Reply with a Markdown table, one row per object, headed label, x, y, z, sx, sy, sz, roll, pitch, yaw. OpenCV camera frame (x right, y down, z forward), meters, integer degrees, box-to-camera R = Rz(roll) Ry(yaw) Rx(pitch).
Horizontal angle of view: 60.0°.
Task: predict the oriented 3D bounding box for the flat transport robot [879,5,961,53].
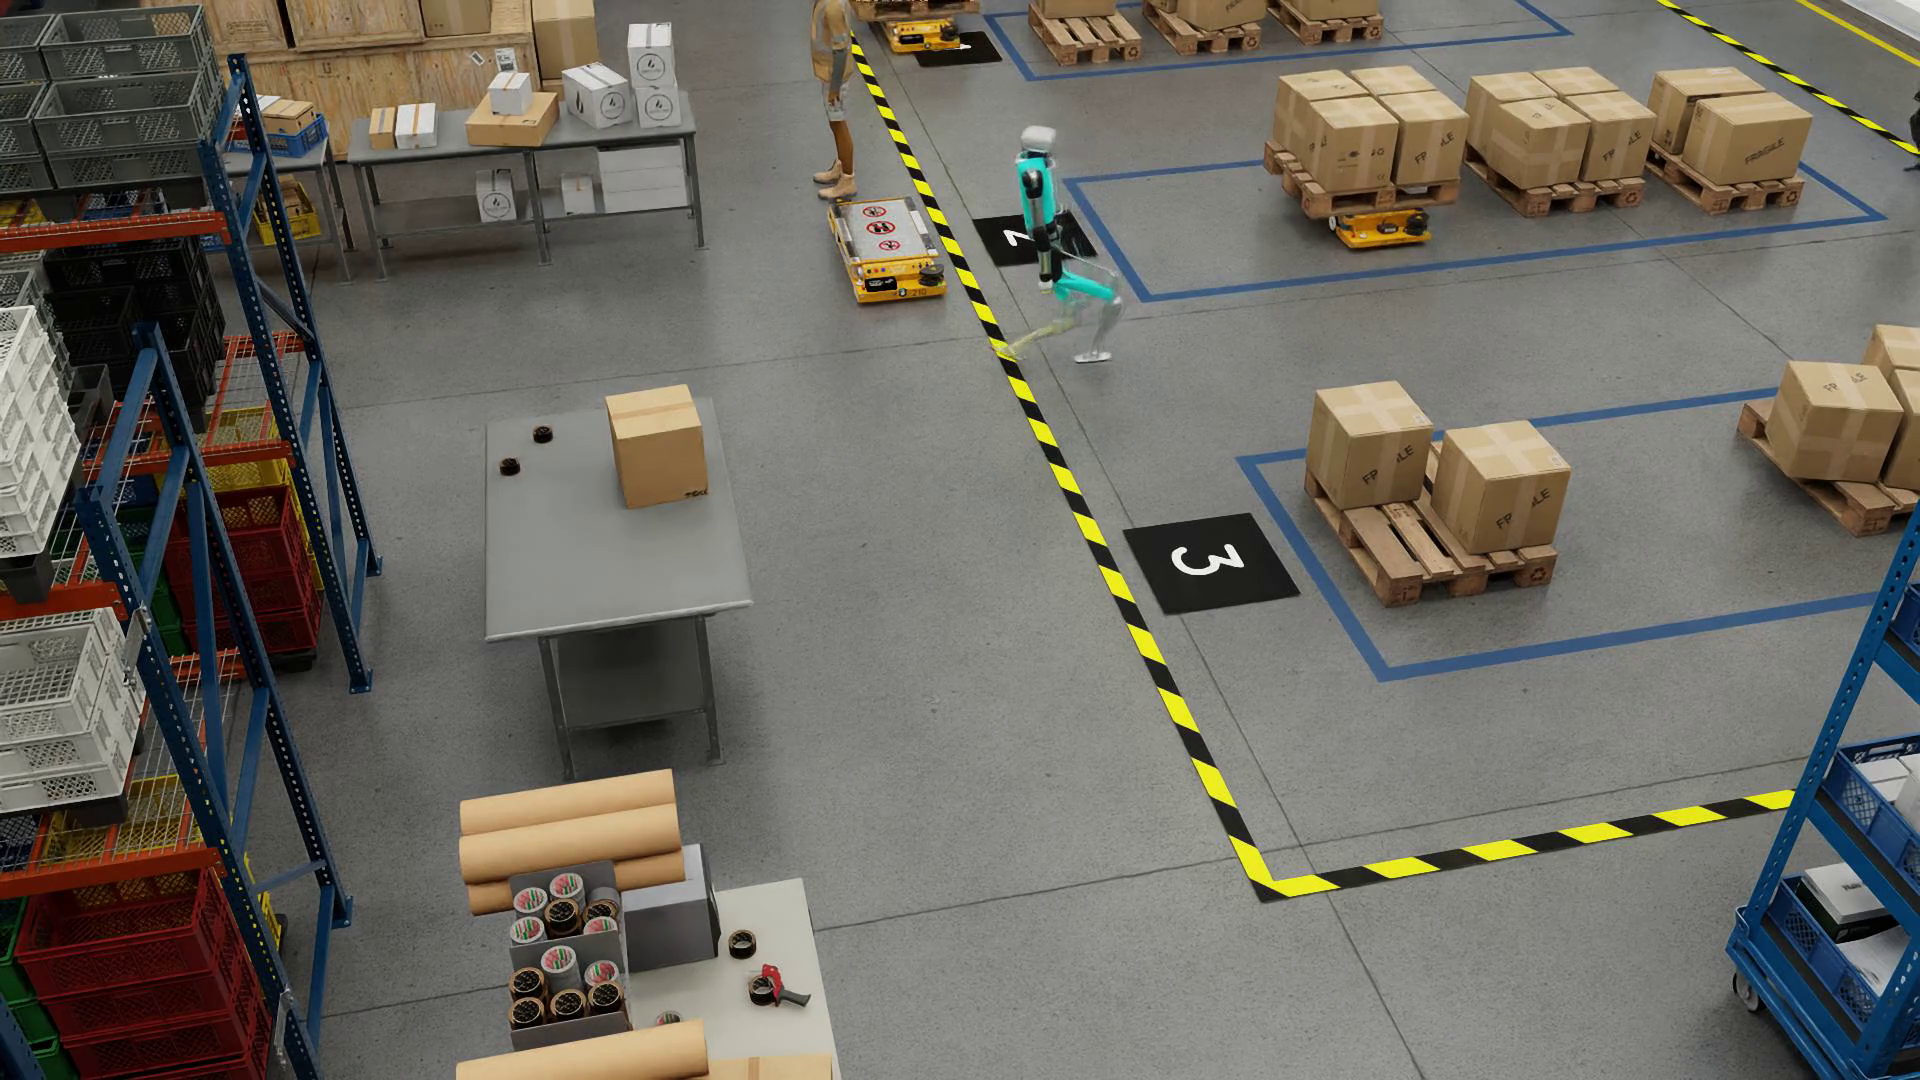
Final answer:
| label | x | y | z | sx | sy | sz | roll | pitch | yaw |
| --- | --- | --- | --- | --- | --- | --- | --- | --- | --- |
| flat transport robot | -0.467 | -5.204 | 16.525 | 0.652 | 0.197 | 1.431 | -8 | 37 | -10 |

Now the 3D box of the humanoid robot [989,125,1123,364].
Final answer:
| label | x | y | z | sx | sy | sz | roll | pitch | yaw |
| --- | --- | --- | --- | --- | --- | --- | --- | --- | --- |
| humanoid robot | 0.714 | -1.844 | 10.817 | 1.035 | 1.737 | 0.534 | 1 | 37 | 1 |

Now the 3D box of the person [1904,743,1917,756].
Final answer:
| label | x | y | z | sx | sy | sz | roll | pitch | yaw |
| --- | --- | --- | --- | --- | --- | --- | --- | --- | --- |
| person | 4.442 | 0.742 | 7.234 | 0.397 | 1.847 | 0.587 | -6 | 37 | -7 |

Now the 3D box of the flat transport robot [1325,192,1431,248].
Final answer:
| label | x | y | z | sx | sy | sz | roll | pitch | yaw |
| --- | --- | --- | --- | --- | --- | --- | --- | --- | --- |
| flat transport robot | 3.134 | -2.740 | 13.213 | 0.652 | 0.197 | 1.431 | -8 | 37 | -10 |

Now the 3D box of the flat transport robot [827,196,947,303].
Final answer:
| label | x | y | z | sx | sy | sz | roll | pitch | yaw |
| --- | --- | --- | --- | --- | --- | --- | --- | --- | --- |
| flat transport robot | -0.570 | -2.220 | 12.538 | 0.659 | 0.231 | 1.431 | -8 | 37 | -10 |

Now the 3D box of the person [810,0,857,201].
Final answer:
| label | x | y | z | sx | sy | sz | roll | pitch | yaw |
| --- | --- | --- | --- | --- | --- | --- | --- | --- | --- |
| person | -1.028 | -3.663 | 12.995 | 0.384 | 2.037 | 0.613 | -5 | 37 | -7 |

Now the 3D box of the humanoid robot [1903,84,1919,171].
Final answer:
| label | x | y | z | sx | sy | sz | roll | pitch | yaw |
| --- | --- | --- | --- | --- | --- | --- | --- | --- | --- |
| humanoid robot | 8.031 | -3.738 | 13.394 | 0.603 | 1.645 | 0.334 | -14 | 39 | -18 |
